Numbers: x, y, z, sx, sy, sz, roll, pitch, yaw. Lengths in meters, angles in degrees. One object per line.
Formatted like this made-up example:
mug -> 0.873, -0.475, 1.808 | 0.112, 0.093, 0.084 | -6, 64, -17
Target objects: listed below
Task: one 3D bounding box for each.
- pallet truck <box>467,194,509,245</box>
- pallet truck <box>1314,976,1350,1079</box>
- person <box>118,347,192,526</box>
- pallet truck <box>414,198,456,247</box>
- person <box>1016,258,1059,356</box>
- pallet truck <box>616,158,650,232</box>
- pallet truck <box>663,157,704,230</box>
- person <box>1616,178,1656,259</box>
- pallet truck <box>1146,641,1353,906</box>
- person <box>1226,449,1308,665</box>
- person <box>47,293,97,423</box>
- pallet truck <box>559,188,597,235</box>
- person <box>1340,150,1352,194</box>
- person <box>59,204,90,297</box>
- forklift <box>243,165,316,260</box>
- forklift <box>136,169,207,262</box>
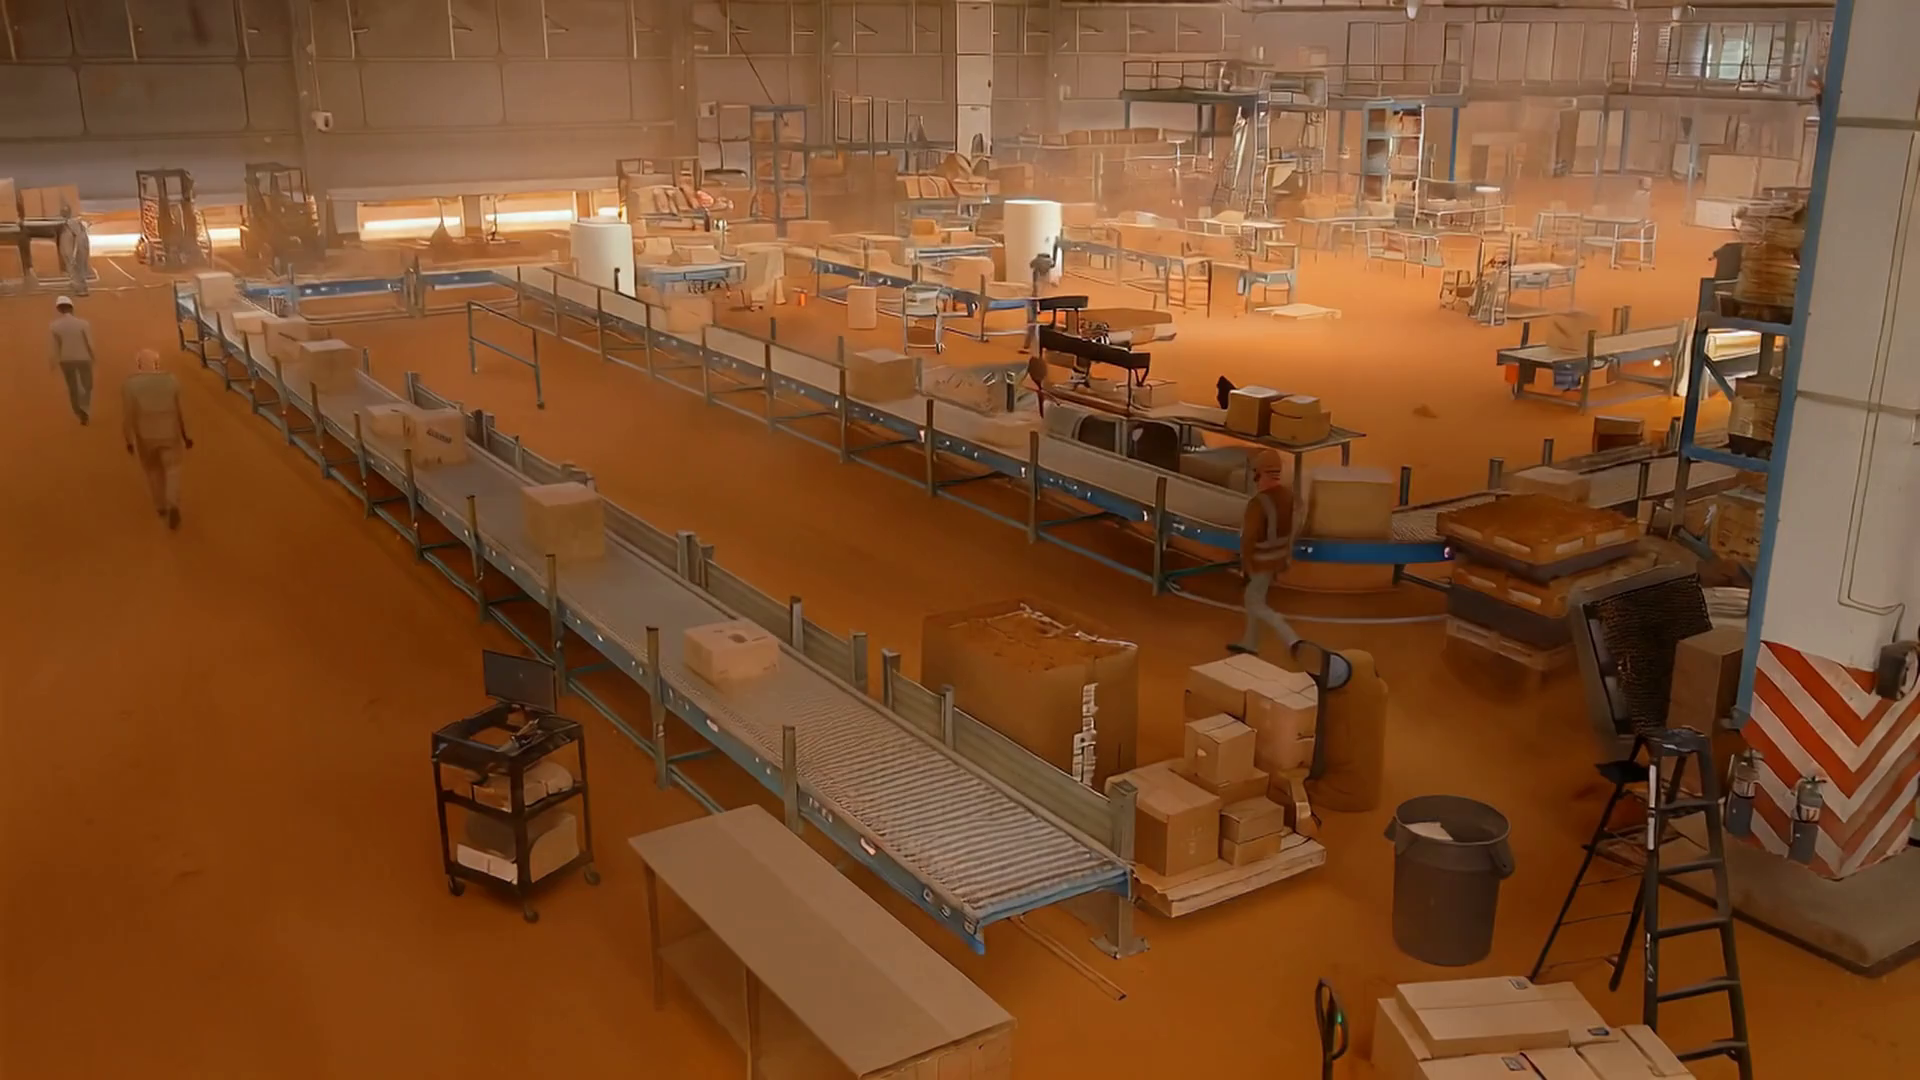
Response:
pallet truck -> -11.983, -8.177, 42.137 | 0.704, 1.261, 1.522 | -11, 20, -33
pallet truck -> 2.299, 2.390, 7.086 | 1.601, 1.201, 0.680 | -2, 17, -7
person -> -8.492, -1.095, 17.608 | 0.659, 1.867, 0.925 | -8, 18, -24
pallet truck -> -13.250, -8.060, 41.856 | 0.680, 1.201, 1.601 | -10, 20, -31
person -> 1.341, -3.783, 27.009 | 0.851, 1.587, 0.511 | -11, 20, -34
pallet truck -> -8.918, -9.176, 44.255 | 0.823, 1.965, 1.885 | -9, 19, -27
pallet truck -> -7.586, -9.308, 44.692 | 0.823, 1.965, 1.885 | -11, 20, -33
person -> 15.986, -7.580, 39.131 | 0.549, 1.895, 0.908 | -9, 19, -28
pallet truck -> 1.664, 1.407, 10.232 | 1.630, 1.274, 0.653 | -10, 20, -31
person -> 2.540, 0.167, 13.522 | 0.700, 1.802, 0.596 | 12, 20, 34
person -> -11.780, -2.393, 22.090 | 0.537, 1.753, 0.557 | -5, 17, -15
pallet truck -> -10.010, -8.652, 43.699 | 0.653, 1.274, 1.630 | -10, 20, -31
person -> 11.874, -11.183, 51.377 | 0.510, 1.730, 0.418 | -14, 22, -38
person -> -17.692, -5.803, 33.292 | 0.374, 1.840, 0.568 | -5, 18, -17
forklift -> -15.898, -7.669, 38.708 | 1.157, 1.987, 2.680 | -11, 20, -33
forklift -> -17.842, -7.318, 37.559 | 1.157, 1.987, 2.680 | -10, 20, -31
